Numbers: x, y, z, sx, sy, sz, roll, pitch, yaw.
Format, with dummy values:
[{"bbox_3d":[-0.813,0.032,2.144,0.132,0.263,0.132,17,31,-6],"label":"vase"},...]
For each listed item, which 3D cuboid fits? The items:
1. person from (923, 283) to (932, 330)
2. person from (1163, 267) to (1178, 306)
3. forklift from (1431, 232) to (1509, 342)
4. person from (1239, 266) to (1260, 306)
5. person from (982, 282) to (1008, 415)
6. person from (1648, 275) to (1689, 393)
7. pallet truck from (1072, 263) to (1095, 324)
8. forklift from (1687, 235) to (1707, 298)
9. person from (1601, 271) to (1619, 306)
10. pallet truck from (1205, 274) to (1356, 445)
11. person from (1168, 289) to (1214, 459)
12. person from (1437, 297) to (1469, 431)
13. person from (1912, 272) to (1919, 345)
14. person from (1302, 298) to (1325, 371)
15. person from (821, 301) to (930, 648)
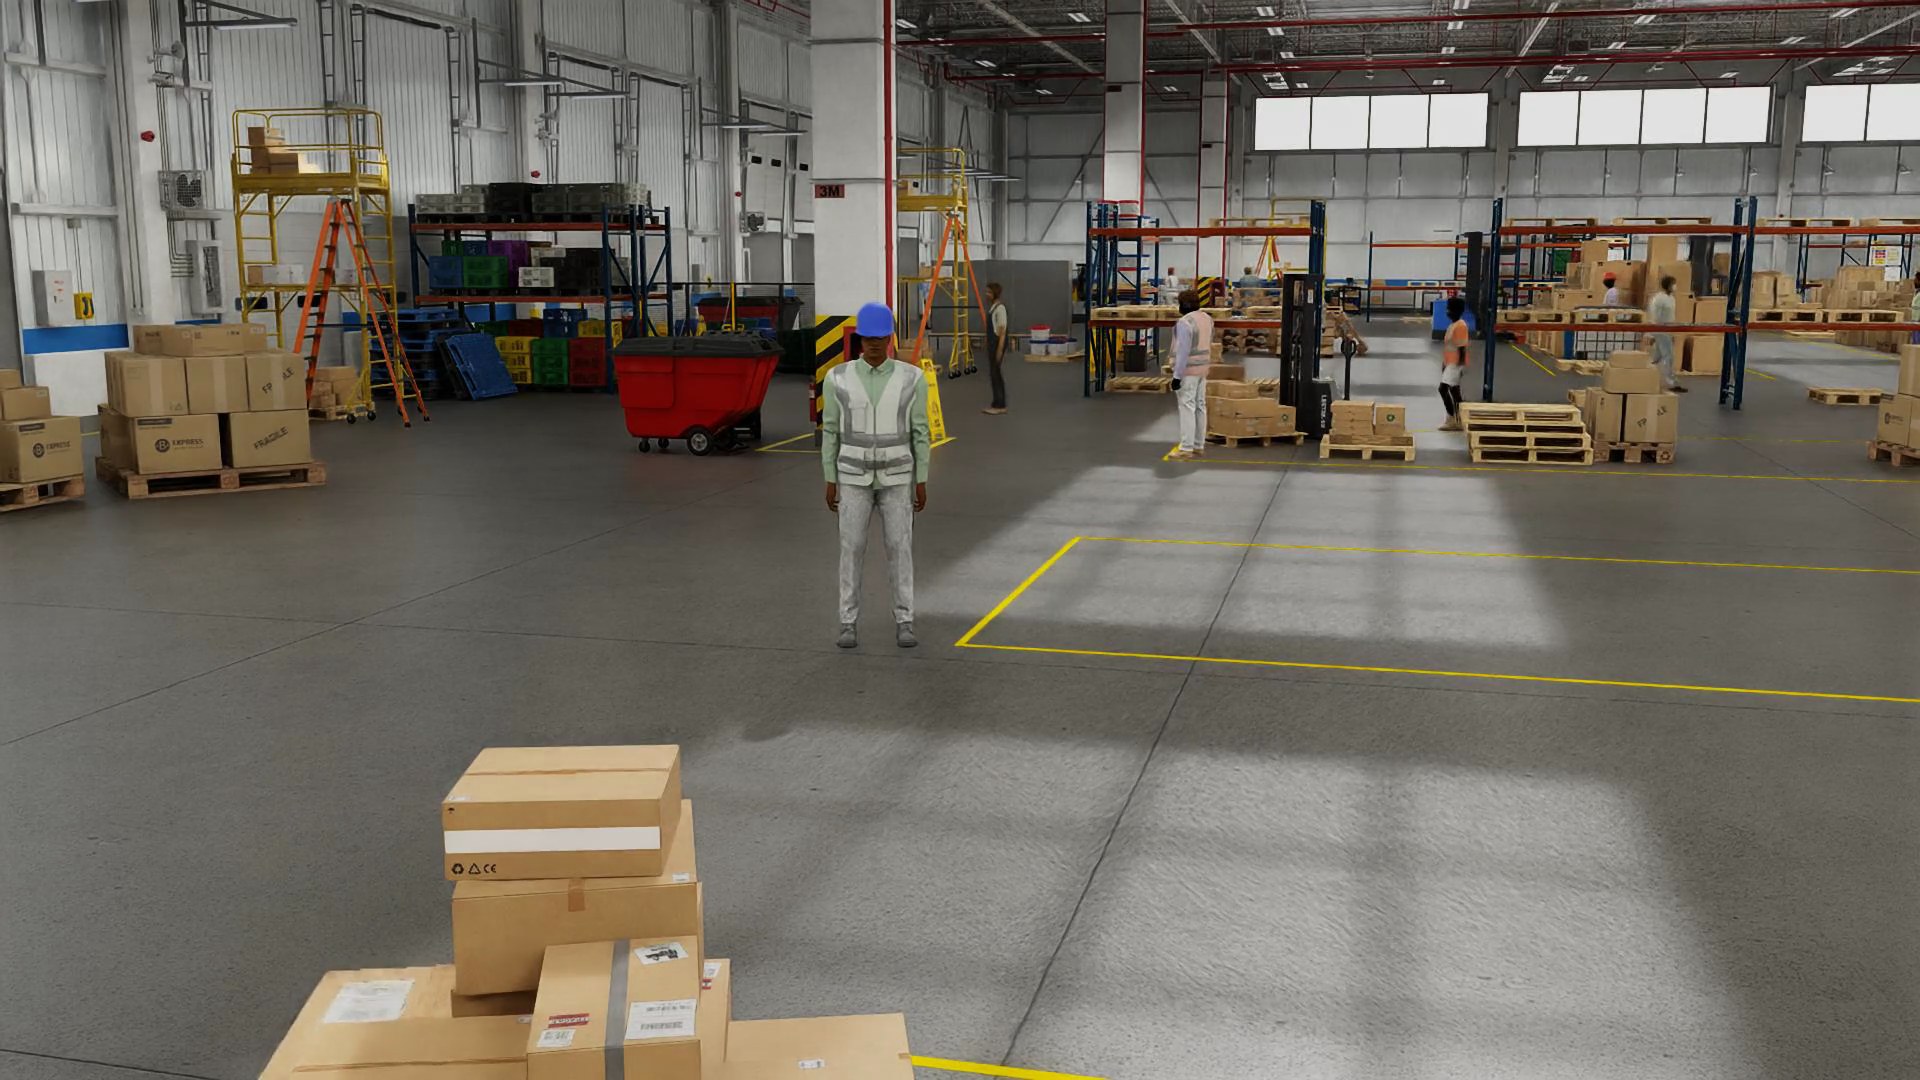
[{"bbox_3d":[-0.874,-7.327,50.351,0.543,1.929,0.387,-7,12,-37],"label":"person"},{"bbox_3d":[7.195,-8.323,56.391,0.618,1.865,0.789,-7,12,-37],"label":"person"},{"bbox_3d":[13.184,-6.527,42.836,1.873,2.768,1.129,2,10,14],"label":"forklift"},{"bbox_3d":[8.778,-7.358,50.604,0.639,1.899,0.774,-1,10,-4],"label":"person"},{"bbox_3d":[0.495,-2.655,23.085,0.328,1.843,0.515,-1,10,-8],"label":"person"},{"bbox_3d":[11.416,-3.345,26.998,0.923,1.904,0.643,8,13,41],"label":"person"},{"bbox_3d":[4.325,-8.180,55.162,0.823,1.965,1.885,6,11,31],"label":"pallet truck"},{"bbox_3d":[21.583,-7.555,48.888,1.873,2.768,1.129,2,10,14],"label":"forklift"},{"bbox_3d":[13.426,-4.569,34.169,0.859,1.913,0.550,2,10,14],"label":"person"},{"bbox_3d":[3.653,-2.138,19.590,1.885,1.965,0.823,-4,10,-20],"label":"pallet truck"},{"bbox_3d":[2.482,-1.794,18.032,0.429,1.841,0.621,7,12,37],"label":"person"},{"bbox_3d":[6.121,-2.184,20.769,0.487,1.677,0.559,1,10,5],"label":"person"},{"bbox_3d":[18.162,-4.110,31.441,0.383,1.914,0.591,3,10,18],"label":"person"},{"bbox_3d":[6.815,-4.119,32.021,0.485,1.737,0.321,-3,10,-19],"label":"person"},{"bbox_3d":[-0.468,-0.351,9.255,0.603,1.938,0.425,0,10,-2],"label":"person"}]
